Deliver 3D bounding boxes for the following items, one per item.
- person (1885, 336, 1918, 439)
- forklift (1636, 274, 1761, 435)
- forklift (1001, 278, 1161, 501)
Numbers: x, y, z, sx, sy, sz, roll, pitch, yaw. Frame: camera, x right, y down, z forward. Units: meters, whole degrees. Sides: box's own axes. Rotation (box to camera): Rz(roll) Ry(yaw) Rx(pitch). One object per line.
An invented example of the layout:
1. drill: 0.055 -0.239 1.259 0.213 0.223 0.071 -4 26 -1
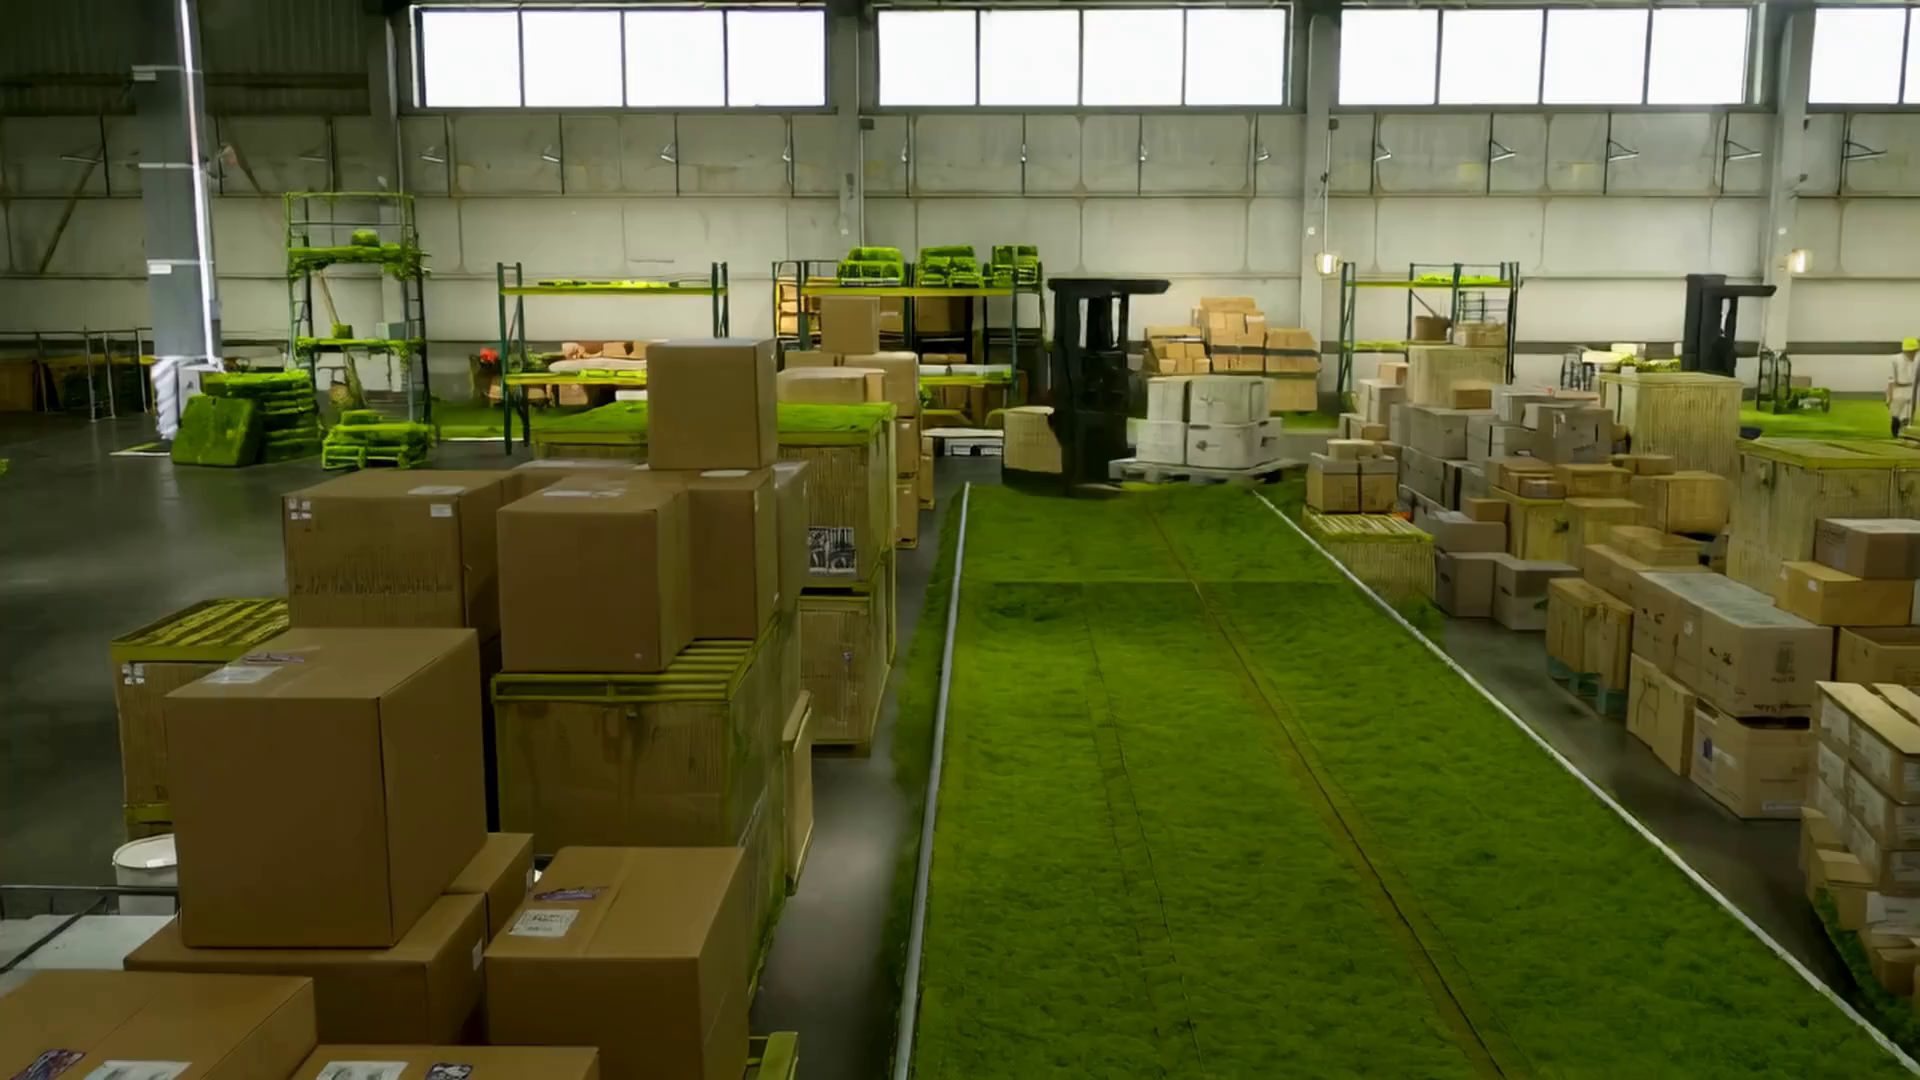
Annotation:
1. person: 14.698 -2.220 25.847 0.551 1.916 0.787 6 11 31
2. forklift: 12.990 -3.274 29.249 1.873 2.768 1.129 0 9 1
3. forklift: 1.558 -2.018 21.725 1.873 2.768 1.129 8 13 41
